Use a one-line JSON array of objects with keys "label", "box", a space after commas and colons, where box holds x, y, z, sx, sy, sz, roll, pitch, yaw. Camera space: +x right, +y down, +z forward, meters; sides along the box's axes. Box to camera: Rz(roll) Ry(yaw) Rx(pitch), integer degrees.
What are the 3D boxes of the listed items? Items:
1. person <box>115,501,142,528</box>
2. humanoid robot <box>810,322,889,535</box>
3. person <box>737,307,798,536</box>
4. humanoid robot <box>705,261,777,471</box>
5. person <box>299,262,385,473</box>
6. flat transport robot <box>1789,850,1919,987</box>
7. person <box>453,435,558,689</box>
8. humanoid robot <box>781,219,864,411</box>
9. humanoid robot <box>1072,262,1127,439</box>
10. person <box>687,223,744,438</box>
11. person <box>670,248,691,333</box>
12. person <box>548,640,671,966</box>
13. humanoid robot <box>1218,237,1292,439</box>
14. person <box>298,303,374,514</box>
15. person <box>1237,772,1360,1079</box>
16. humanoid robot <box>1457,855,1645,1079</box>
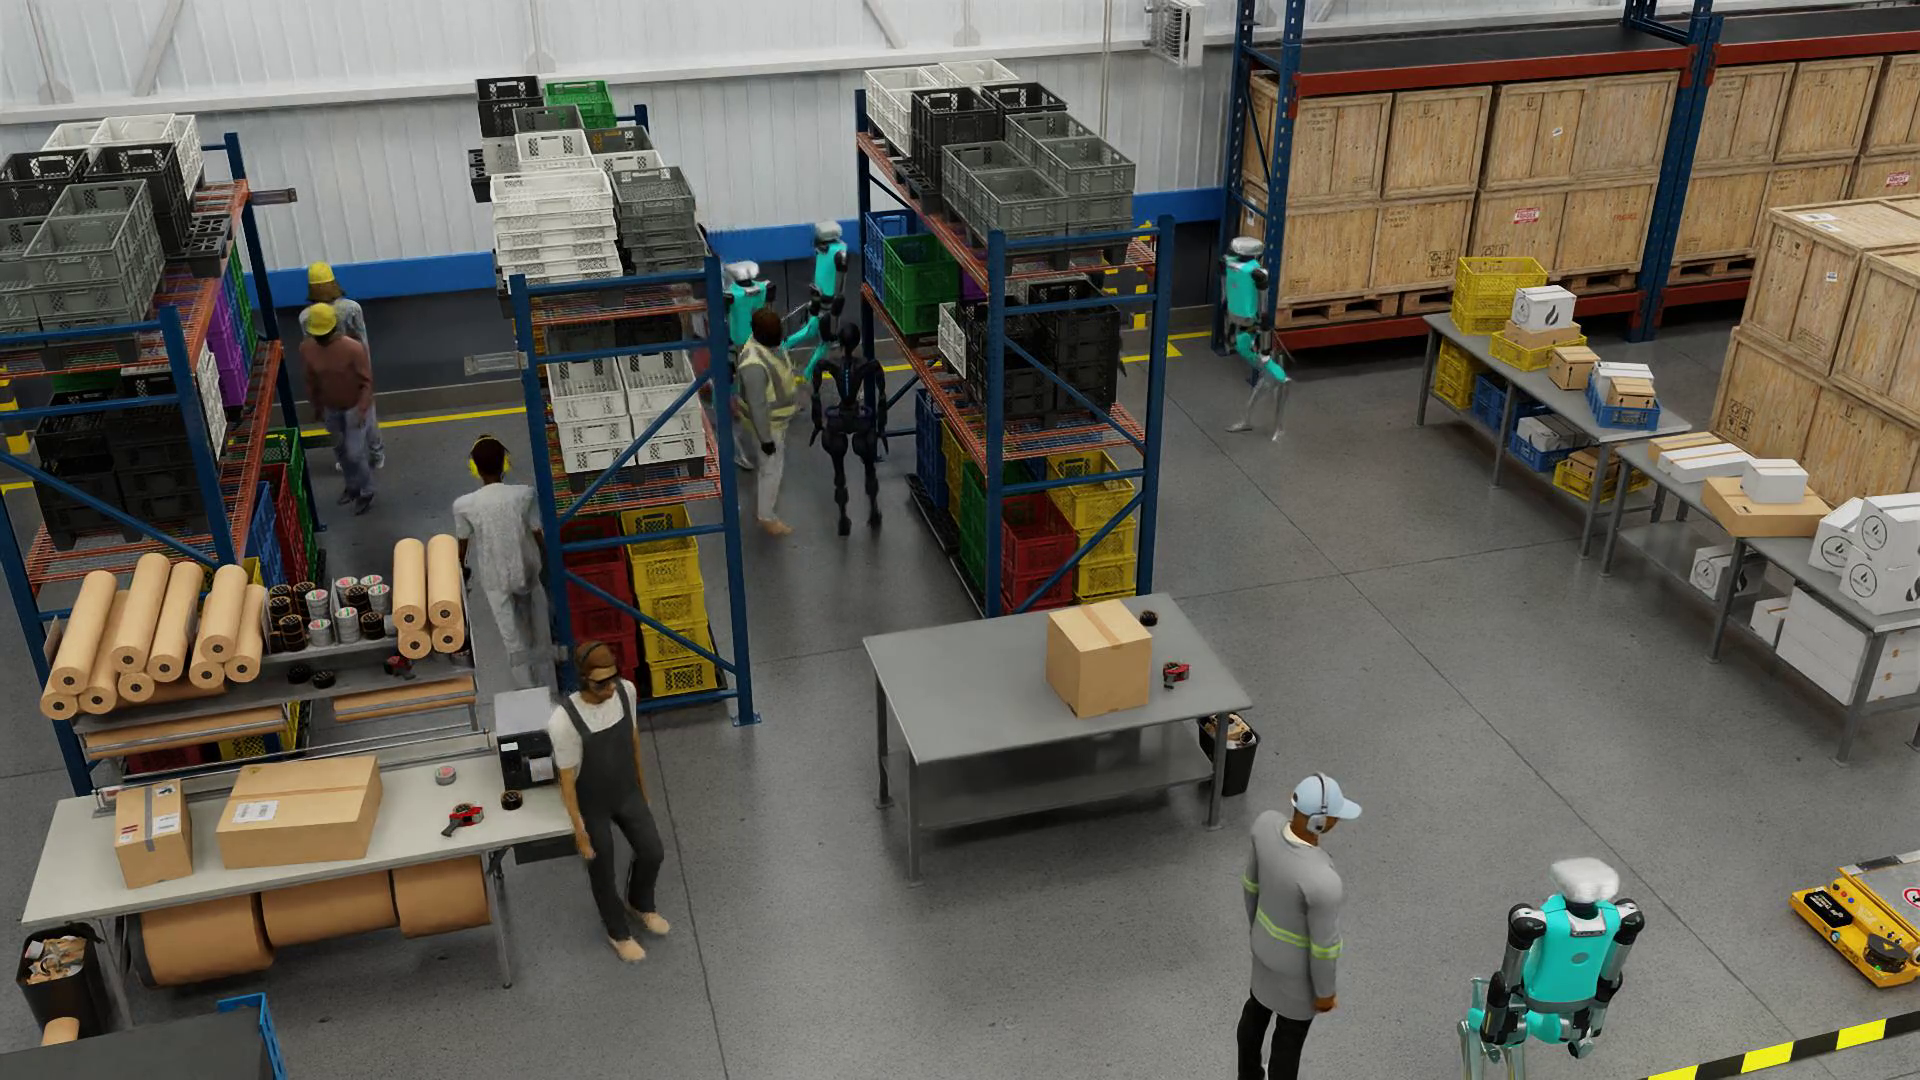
[{"label": "person", "box": [-6.132, -0.997, 12.138, 0.613, 2.038, 0.393, 5, 29, 8]}, {"label": "humanoid robot", "box": [-0.817, -0.816, 12.178, 0.589, 1.656, 0.328, 0, 29, 0]}, {"label": "person", "box": [-1.388, -0.915, 12.244, 0.433, 1.799, 0.823, 1, 29, 2]}, {"label": "humanoid robot", "box": [-1.781, -1.355, 13.162, 0.540, 1.857, 0.664, -24, 37, -36]}, {"label": "person", "box": [-4.875, -1.345, 13.084, 0.484, 1.734, 0.307, -17, 33, -29]}, {"label": "flat transport robot", "box": [5.163, 1.916, 8.676, 1.431, 0.231, 0.659, -8, 30, -14]}, {"label": "person", "box": [-2.775, 0.225, 10.146, 0.539, 1.810, 0.922, -15, 32, -26]}, {"label": "humanoid robot", "box": [-1.284, -1.782, 13.902, 1.057, 1.734, 0.546, -14, 32, -23]}, {"label": "humanoid robot", "box": [1.062, -1.436, 13.313, 0.603, 1.649, 0.333, -15, 32, -25]}, {"label": "person", "box": [-2.039, -1.656, 13.475, 0.450, 1.905, 0.590, -6, 29, -11]}, {"label": "person", "box": [-2.480, -1.989, 14.158, 0.470, 1.826, 0.585, -16, 33, -26]}, {"label": "person", "box": [-1.728, 1.295, 8.175, 0.412, 1.836, 0.532, 25, 37, 38]}, {"label": "humanoid robot", "box": [2.498, -1.663, 13.677, 0.807, 1.791, 0.530, -18, 34, -30]}, {"label": "person", "box": [-4.609, -0.993, 12.449, 0.556, 1.729, 0.505, 5, 29, 9]}, {"label": "person", "box": [1.466, 1.790, 7.267, 0.406, 1.846, 0.588, -12, 31, -20]}, {"label": "humanoid robot", "box": [2.401, 1.895, 7.046, 0.533, 1.681, 0.735, -2, 29, -4]}]
